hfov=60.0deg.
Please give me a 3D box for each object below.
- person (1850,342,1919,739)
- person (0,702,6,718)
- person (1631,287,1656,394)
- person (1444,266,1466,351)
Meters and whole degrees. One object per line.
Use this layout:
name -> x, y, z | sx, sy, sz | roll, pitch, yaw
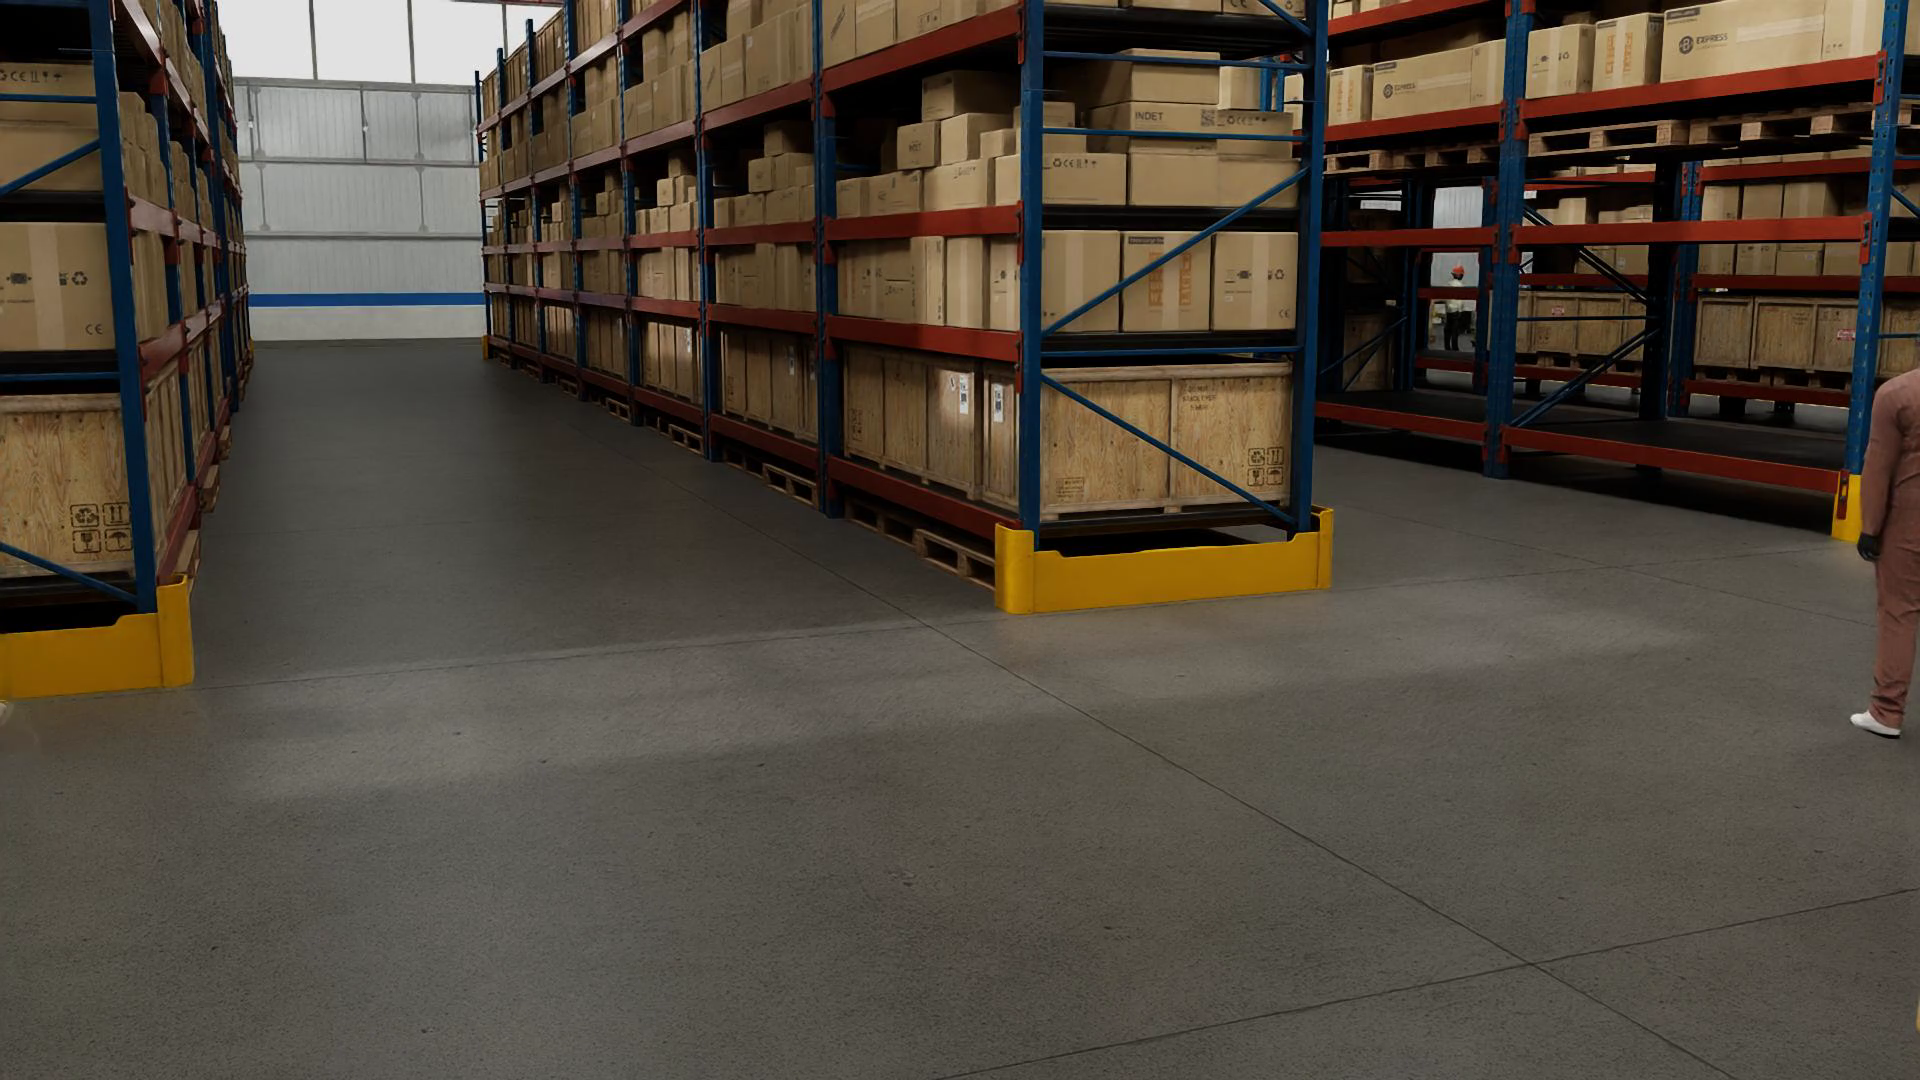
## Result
person -> 4.252, -0.074, 7.270 | 0.639, 1.899, 0.396 | 0, 9, 3
person -> -4.433, 0.129, 6.904 | 0.735, 1.610, 0.504 | -2, 10, -14
person -> 10.847, -3.175, 26.216 | 0.533, 1.766, 0.316 | -3, 10, -16
person -> 11.077, -5.125, 37.203 | 0.388, 1.996, 0.612 | -2, 10, -14
